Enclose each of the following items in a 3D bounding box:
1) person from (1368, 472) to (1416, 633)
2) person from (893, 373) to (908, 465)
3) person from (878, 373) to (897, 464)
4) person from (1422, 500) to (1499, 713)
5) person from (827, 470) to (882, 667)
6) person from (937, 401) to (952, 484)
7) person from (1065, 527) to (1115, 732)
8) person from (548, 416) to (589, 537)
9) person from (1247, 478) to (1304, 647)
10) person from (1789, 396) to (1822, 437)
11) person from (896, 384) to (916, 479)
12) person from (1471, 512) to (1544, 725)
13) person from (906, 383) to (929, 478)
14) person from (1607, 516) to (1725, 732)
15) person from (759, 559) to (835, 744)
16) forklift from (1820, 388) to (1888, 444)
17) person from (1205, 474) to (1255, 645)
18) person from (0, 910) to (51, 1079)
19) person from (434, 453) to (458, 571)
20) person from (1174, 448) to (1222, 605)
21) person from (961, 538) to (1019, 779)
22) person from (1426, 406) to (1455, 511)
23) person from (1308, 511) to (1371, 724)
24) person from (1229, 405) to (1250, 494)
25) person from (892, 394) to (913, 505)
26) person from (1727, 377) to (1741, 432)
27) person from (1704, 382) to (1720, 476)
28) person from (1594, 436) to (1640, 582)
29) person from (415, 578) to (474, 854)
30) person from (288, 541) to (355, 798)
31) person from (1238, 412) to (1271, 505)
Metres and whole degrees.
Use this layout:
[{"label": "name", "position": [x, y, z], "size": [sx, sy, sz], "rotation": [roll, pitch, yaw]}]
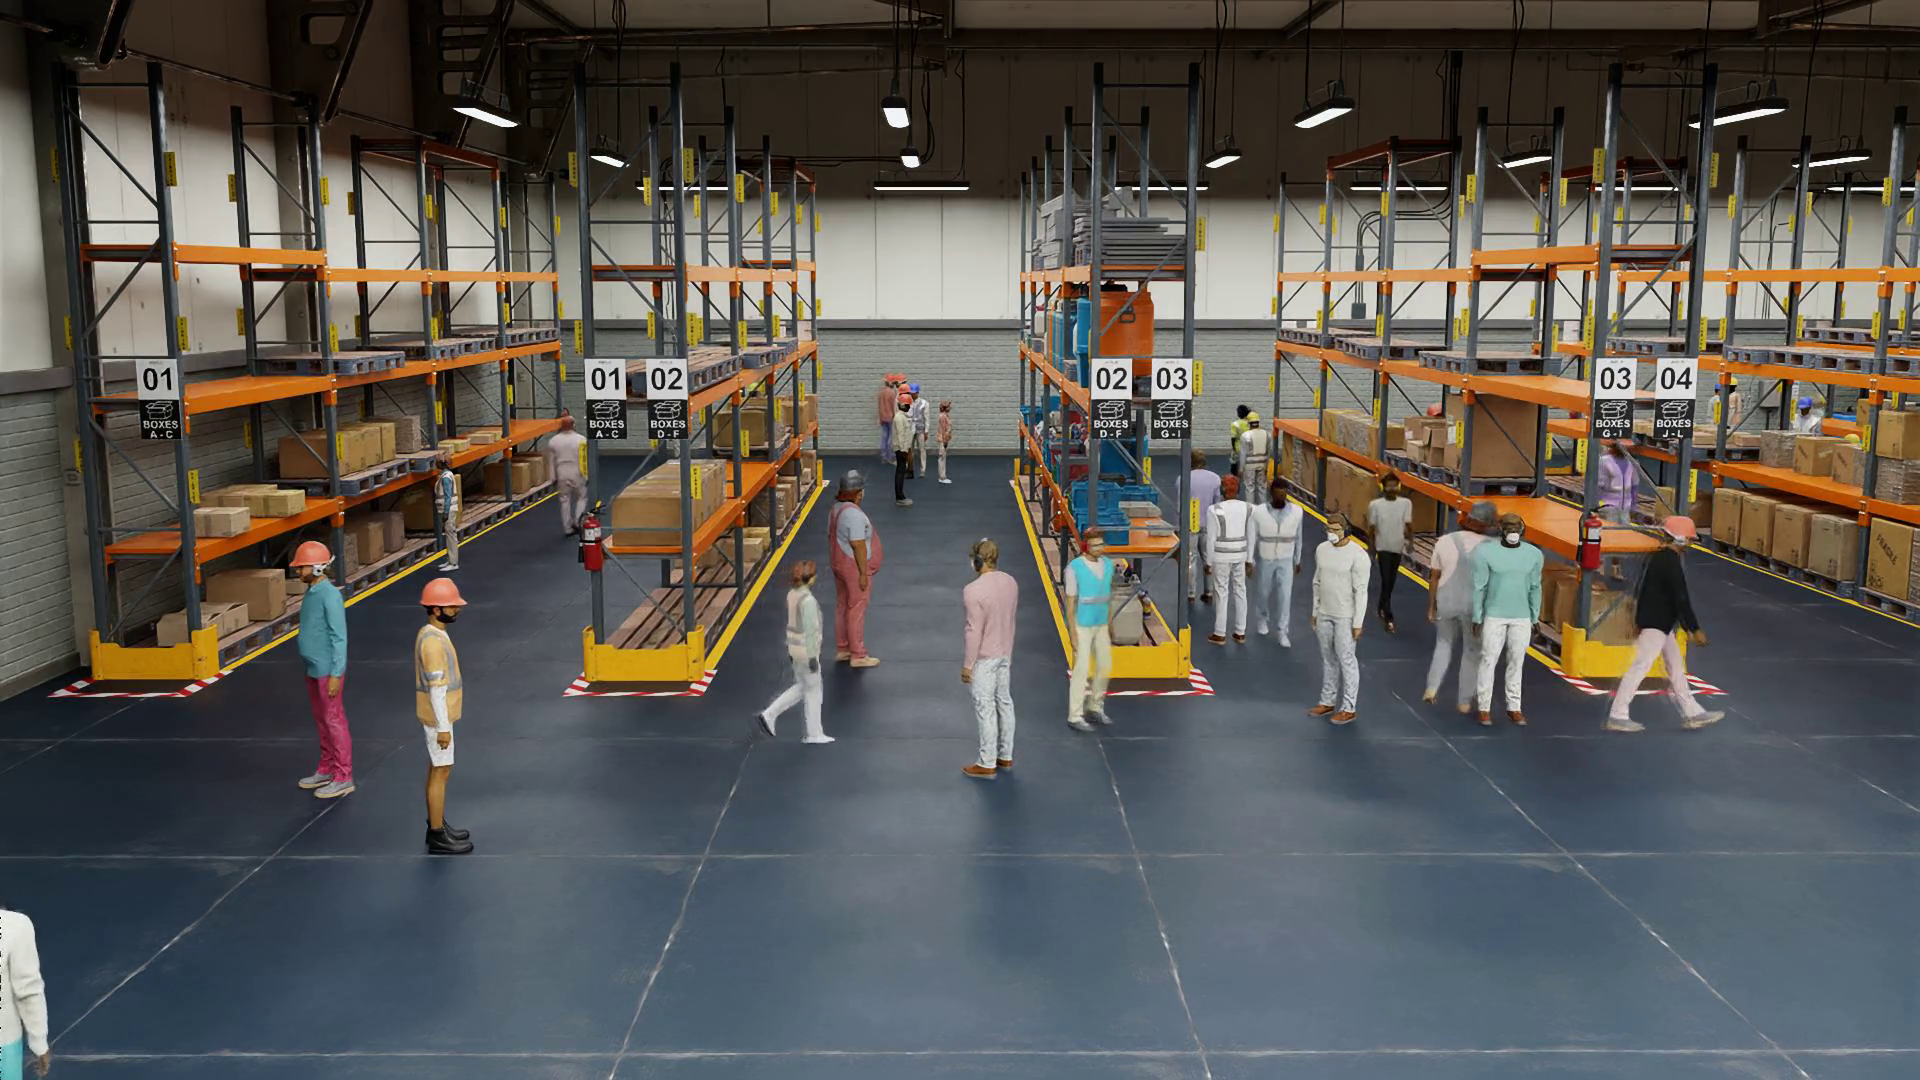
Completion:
[{"label": "person", "position": [4.959, 0.100, 19.226], "size": [0.510, 1.825, 0.984], "rotation": [0, 9, -2]}, {"label": "person", "position": [-1.277, -2.624, 36.166], "size": [0.378, 1.996, 0.611], "rotation": [1, 9, 8]}, {"label": "person", "position": [-1.543, -2.652, 36.370], "size": [0.393, 1.991, 0.633], "rotation": [-8, 12, -41]}, {"label": "person", "position": [4.674, 0.591, 15.344], "size": [0.744, 2.000, 0.546], "rotation": [5, 10, 29]}, {"label": "person", "position": [-1.072, 0.286, 17.302], "size": [0.539, 2.000, 0.689], "rotation": [-4, 10, -27]}, {"label": "person", "position": [-0.309, -1.938, 32.894], "size": [0.312, 1.642, 0.512], "rotation": [0, 9, 0]}, {"label": "person", "position": [1.151, 0.783, 14.804], "size": [0.586, 1.823, 0.422], "rotation": [-8, 12, -41]}, {"label": "person", "position": [-6.076, -1.002, 26.046], "size": [0.671, 1.892, 0.508], "rotation": [1, 9, 5]}, {"label": "person", "position": [3.483, 0.200, 18.479], "size": [0.609, 1.861, 0.944], "rotation": [0, 9, 2]}, {"label": "person", "position": [15.075, -1.608, 29.790], "size": [0.604, 1.948, 0.386], "rotation": [8, 12, 40]}, {"label": "person", "position": [-1.094, -2.184, 33.568], "size": [0.388, 1.928, 0.549], "rotation": [-1, 9, -9]}, {"label": "person", "position": [4.906, 0.705, 14.934], "size": [0.635, 1.938, 0.359], "rotation": [0, 9, 0]}, {"label": "person", "position": [-0.919, -2.222, 33.770], "size": [0.611, 1.938, 0.412], "rotation": [3, 9, 18]}, {"label": "person", "position": [6.256, 0.753, 14.643], "size": [1.060, 1.924, 0.608], "rotation": [2, 9, 14]}, {"label": "person", "position": [-1.388, 0.971, 14.241], "size": [0.568, 1.625, 0.519], "rotation": [-4, 10, -22]}, {"label": "forklift", "position": [20.072, -3.110, 36.462], "size": [1.873, 2.768, 1.129], "rotation": [0, 9, 0]}, {"label": "person", "position": [2.957, 0.214, 18.277], "size": [0.576, 1.883, 0.355], "rotation": [-3, 9, -17]}, {"label": "person", "position": [-4.005, 2.070, 6.747], "size": [0.539, 1.747, 0.471], "rotation": [-6, 11, -36]}, {"label": "person", "position": [-7.078, -0.391, 22.946], "size": [0.308, 1.640, 0.511], "rotation": [-3, 9, -18]}, {"label": "person", "position": [2.931, -0.169, 20.564], "size": [0.633, 1.936, 0.355], "rotation": [-3, 9, -20]}, {"label": "person", "position": [0.227, 0.948, 13.372], "size": [0.369, 1.938, 0.630], "rotation": [7, 11, 37]}, {"label": "person", "position": [8.290, -1.373, 28.622], "size": [0.670, 1.849, 1.029], "rotation": [7, 11, 38]}, {"label": "person", "position": [3.425, 0.693, 15.054], "size": [0.374, 1.933, 0.625], "rotation": [-5, 10, -31]}, {"label": "person", "position": [5.306, -1.716, 31.385], "size": [0.547, 1.657, 0.840], "rotation": [-2, 9, -13]}, {"label": "person", "position": [-1.019, -1.619, 29.732], "size": [0.388, 1.987, 0.608], "rotation": [0, 9, -2]}, {"label": "person", "position": [16.644, -2.552, 35.921], "size": [0.385, 1.928, 0.589], "rotation": [6, 11, 35]}, {"label": "person", "position": [15.538, -2.287, 34.176], "size": [0.402, 1.942, 0.603], "rotation": [1, 9, 9]}, {"label": "person", "position": [8.732, -0.456, 22.093], "size": [0.629, 2.033, 0.447], "rotation": [-2, 9, -12]}, {"label": "person", "position": [-3.604, 1.219, 11.632], "size": [0.371, 1.935, 0.551], "rotation": [-3, 9, -19]}, {"label": "person", "position": [-4.955, 0.992, 12.905], "size": [0.388, 1.992, 0.625], "rotation": [-7, 11, -39]}, {"label": "person", "position": [4.880, -1.216, 27.657], "size": [0.587, 1.826, 0.404], "rotation": [-4, 10, -24]}]
